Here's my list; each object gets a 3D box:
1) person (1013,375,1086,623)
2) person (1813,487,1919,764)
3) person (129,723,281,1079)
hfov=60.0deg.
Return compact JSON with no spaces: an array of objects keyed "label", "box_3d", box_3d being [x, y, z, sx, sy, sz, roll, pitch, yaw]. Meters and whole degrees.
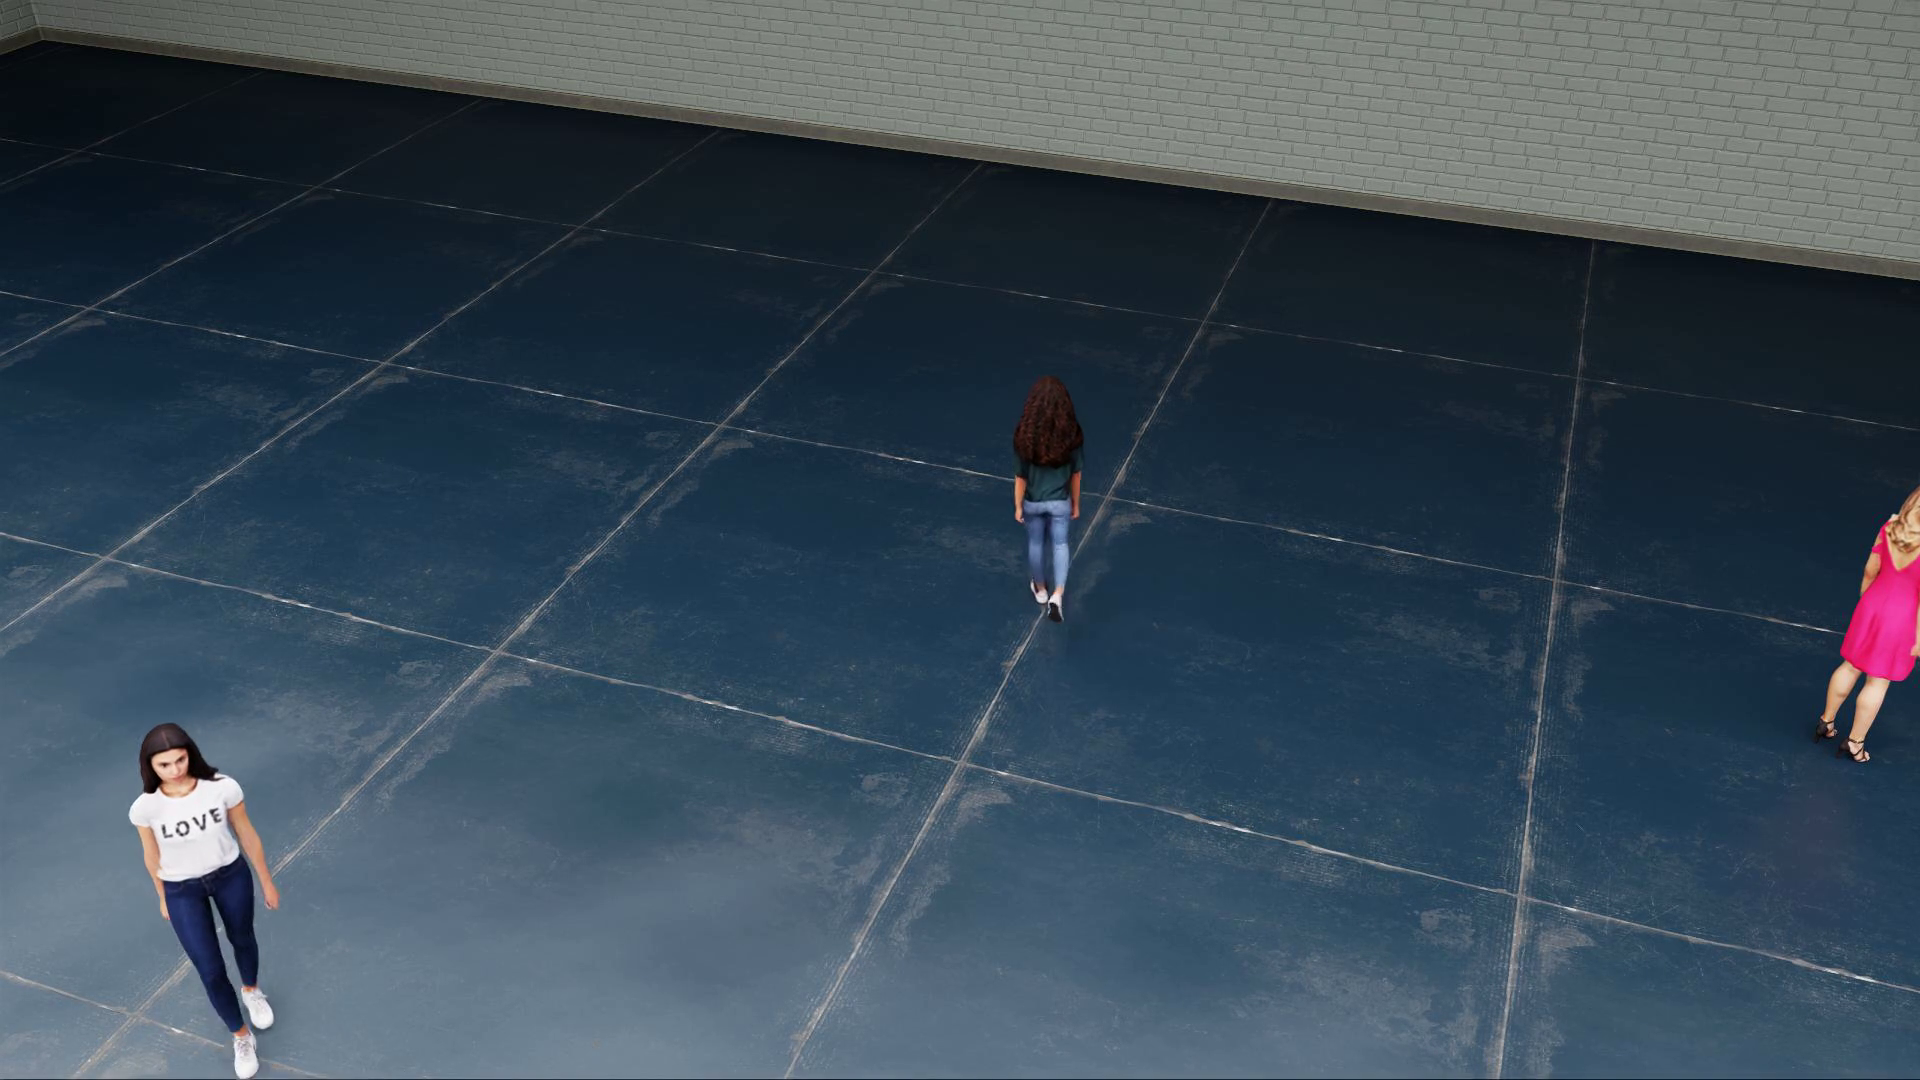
[{"label":"person","box_3d":[0.531,-0.211,9.987,0.824,1.603,0.994,-3,33,-5]},{"label":"person","box_3d":[4.944,0.432,8.884,0.724,1.728,0.657,-12,35,-18]},{"label":"person","box_3d":[-3.288,1.471,7.260,0.869,1.757,0.913,-18,37,-26]}]
